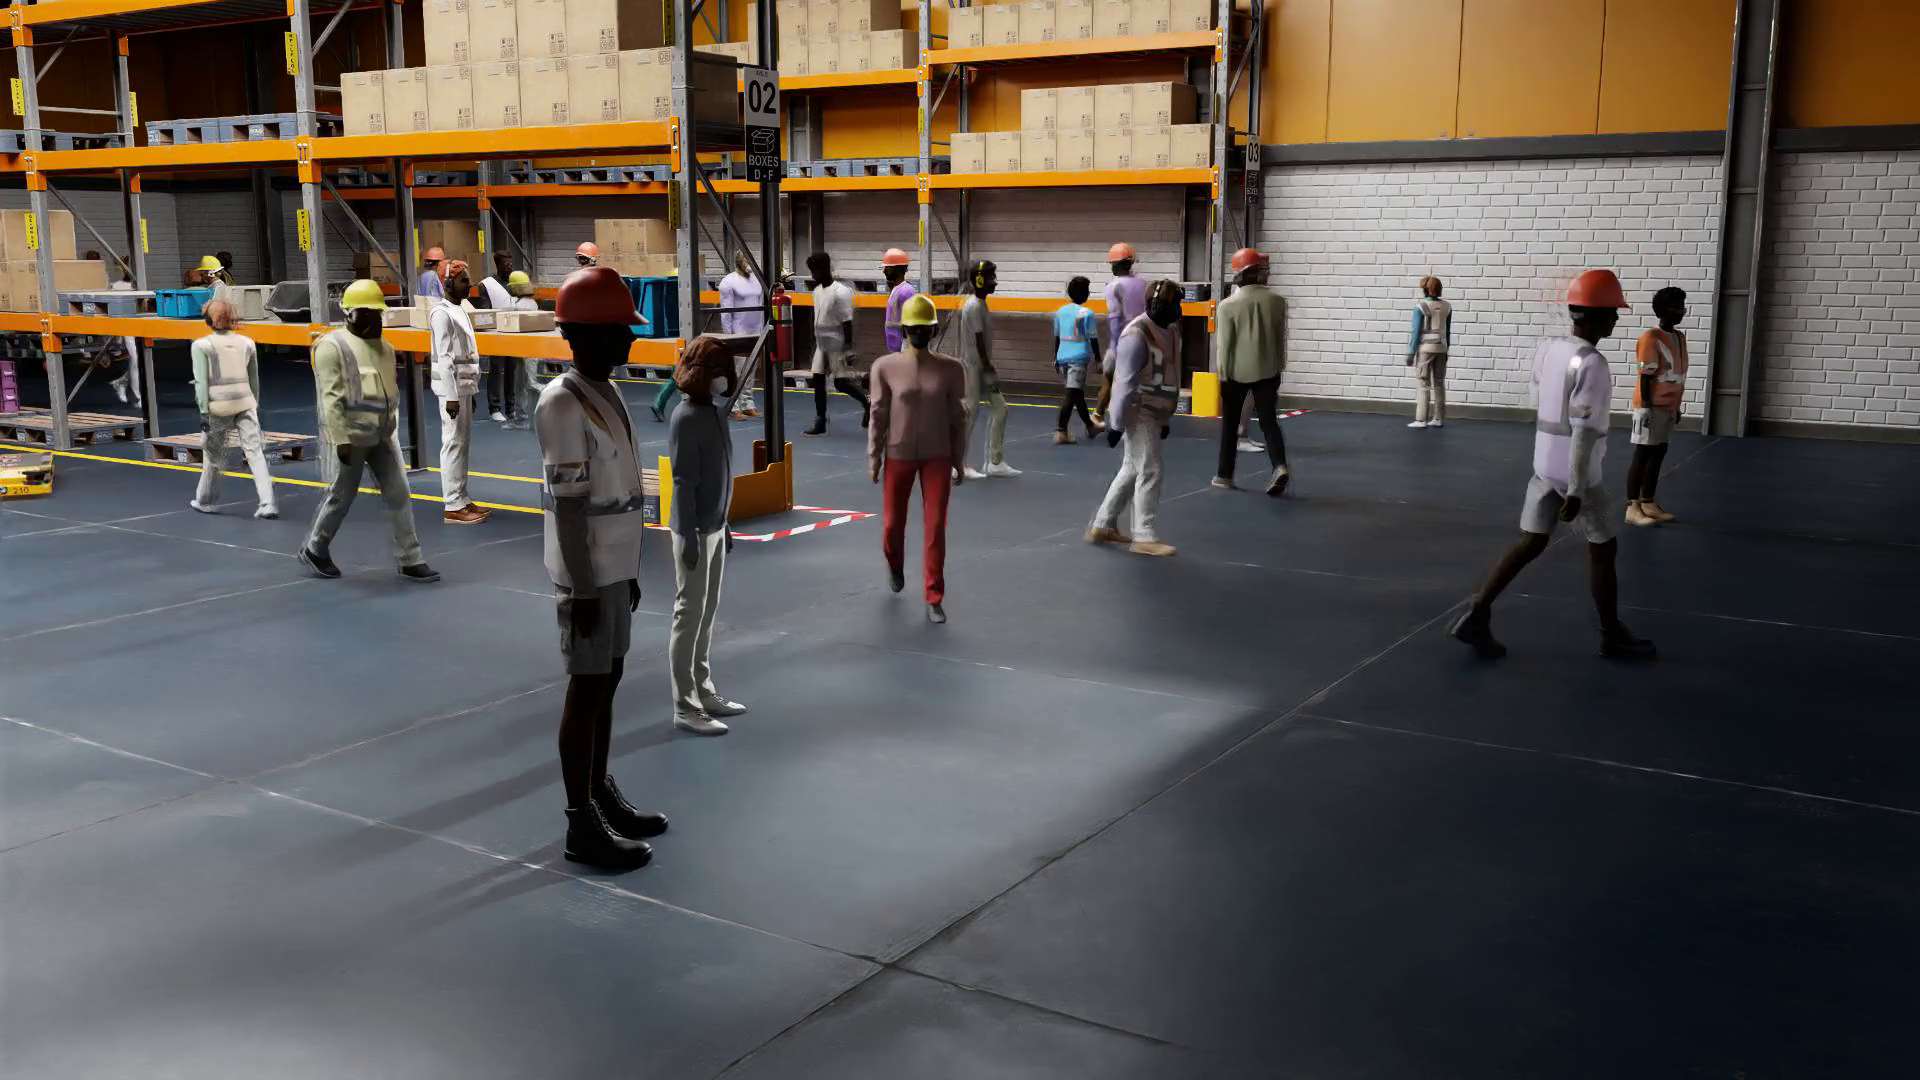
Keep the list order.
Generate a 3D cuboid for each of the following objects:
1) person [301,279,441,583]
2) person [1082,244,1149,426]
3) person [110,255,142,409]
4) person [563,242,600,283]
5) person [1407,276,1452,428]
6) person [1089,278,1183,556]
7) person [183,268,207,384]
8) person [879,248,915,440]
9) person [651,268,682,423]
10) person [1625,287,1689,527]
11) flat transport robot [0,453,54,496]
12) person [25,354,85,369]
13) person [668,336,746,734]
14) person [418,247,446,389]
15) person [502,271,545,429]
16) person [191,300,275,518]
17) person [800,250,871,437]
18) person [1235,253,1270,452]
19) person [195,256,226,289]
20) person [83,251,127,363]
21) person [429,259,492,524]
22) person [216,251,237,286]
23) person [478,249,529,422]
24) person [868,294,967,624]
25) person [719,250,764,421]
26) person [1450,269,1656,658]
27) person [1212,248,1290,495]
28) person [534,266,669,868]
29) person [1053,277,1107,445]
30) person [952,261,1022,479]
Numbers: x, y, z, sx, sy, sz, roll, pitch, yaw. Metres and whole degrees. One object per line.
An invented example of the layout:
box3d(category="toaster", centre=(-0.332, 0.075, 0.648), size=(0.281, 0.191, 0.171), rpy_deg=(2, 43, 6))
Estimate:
box3d(category="person", centre=(-3.546, -0.640, 9.845), size=(0.857, 1.802, 0.595), rpy_deg=(6, 12, 28))
box3d(category="person", centre=(1.718, -2.079, 17.320), size=(0.616, 1.981, 1.082), rpy_deg=(-7, 12, -33))
box3d(category="person", centre=(-10.010, -2.494, 19.989), size=(0.624, 1.855, 0.527), rpy_deg=(4, 11, 19))
box3d(category="person", centre=(-4.460, -2.571, 20.001), size=(0.612, 1.994, 0.395), rpy_deg=(4, 11, 19))
box3d(category="person", centre=(5.067, -2.017, 17.919), size=(0.517, 1.639, 0.314), rpy_deg=(-5, 11, -26))
box3d(category="person", centre=(1.112, -0.799, 10.801), size=(0.697, 1.789, 0.635), rpy_deg=(5, 11, 27))
box3d(category="person", centre=(-10.737, -3.006, 23.448), size=(0.287, 1.626, 0.497), rpy_deg=(5, 11, 27))
box3d(category="person", centre=(-0.619, -1.928, 16.598), size=(0.376, 1.935, 0.550), rpy_deg=(-2, 10, -12))
box3d(category="person", centre=(-3.122, -2.115, 18.194), size=(0.843, 1.734, 0.525), rpy_deg=(6, 12, 31))
box3d(category="person", centre=(4.973, -0.947, 11.828), size=(0.539, 1.695, 0.319), rpy_deg=(-9, 14, -41))
box3d(category="flat transport robot", centre=(-7.758, -0.540, 13.529), size=(0.652, 0.197, 1.431), rpy_deg=(-5, 12, -27))
box3d(category="person", centre=(-14.359, -3.709, 26.180), size=(0.870, 2.000, 0.693), rpy_deg=(-7, 13, -35))
box3d(category="person", centre=(-1.056, -0.027, 6.911), size=(0.286, 1.631, 0.502), rpy_deg=(2, 10, 9))
box3d(category="person", centre=(-7.057, -3.030, 22.758), size=(0.700, 1.917, 0.556), rpy_deg=(-10, 14, -43))
box3d(category="person", centre=(-4.539, -2.010, 17.718), size=(0.750, 1.708, 0.487), rpy_deg=(1, 10, 3))
box3d(category="person", centre=(-5.335, -0.949, 12.140), size=(0.880, 1.587, 0.544), rpy_deg=(7, 13, 36))
box3d(category="person", centre=(-1.245, -2.027, 17.189), size=(0.816, 1.923, 0.672), rpy_deg=(-8, 13, -36))
box3d(category="person", centre=(2.809, -1.793, 15.978), size=(0.399, 1.898, 0.647), rpy_deg=(1, 10, 8))
box3d(category="person", centre=(-8.954, -2.497, 20.042), size=(0.403, 1.832, 0.594), rpy_deg=(-5, 11, -25))
box3d(category="person", centre=(-14.311, -3.863, 27.619), size=(0.598, 1.837, 0.900), rpy_deg=(1, 10, 6))
box3d(category="person", centre=(-3.602, -1.060, 11.941), size=(0.352, 1.883, 0.579), rpy_deg=(-1, 10, -5))
box3d(category="person", centre=(-11.911, -3.757, 27.006), size=(0.429, 1.839, 0.634), rpy_deg=(-2, 11, -13))
box3d(category="person", centre=(-5.122, -2.288, 18.657), size=(0.369, 1.914, 0.597), rpy_deg=(7, 12, 33))
box3d(category="person", centre=(-0.229, -0.463, 9.024), size=(0.540, 1.745, 0.740), rpy_deg=(-1, 10, -6))
box3d(category="person", centre=(-2.434, -2.315, 18.744), size=(0.355, 1.936, 0.635), rpy_deg=(8, 13, 36))
box3d(category="person", centre=(2.877, -0.342, 7.965), size=(0.992, 1.900, 0.564), rpy_deg=(-1, 10, -8))
box3d(category="person", centre=(2.336, -1.345, 13.293), size=(0.626, 1.967, 0.903), rpy_deg=(-2, 10, -10))
box3d(category="person", centre=(-1.165, 0.086, 5.442), size=(0.357, 1.938, 0.542), rpy_deg=(0, 10, 2))
box3d(category="person", centre=(1.237, -1.793, 16.635), size=(0.827, 1.654, 0.542), rpy_deg=(-7, 12, -33))
box3d(category="person", centre=(0.251, -1.416, 14.024), size=(0.734, 1.845, 0.522), rpy_deg=(2, 10, 12))
